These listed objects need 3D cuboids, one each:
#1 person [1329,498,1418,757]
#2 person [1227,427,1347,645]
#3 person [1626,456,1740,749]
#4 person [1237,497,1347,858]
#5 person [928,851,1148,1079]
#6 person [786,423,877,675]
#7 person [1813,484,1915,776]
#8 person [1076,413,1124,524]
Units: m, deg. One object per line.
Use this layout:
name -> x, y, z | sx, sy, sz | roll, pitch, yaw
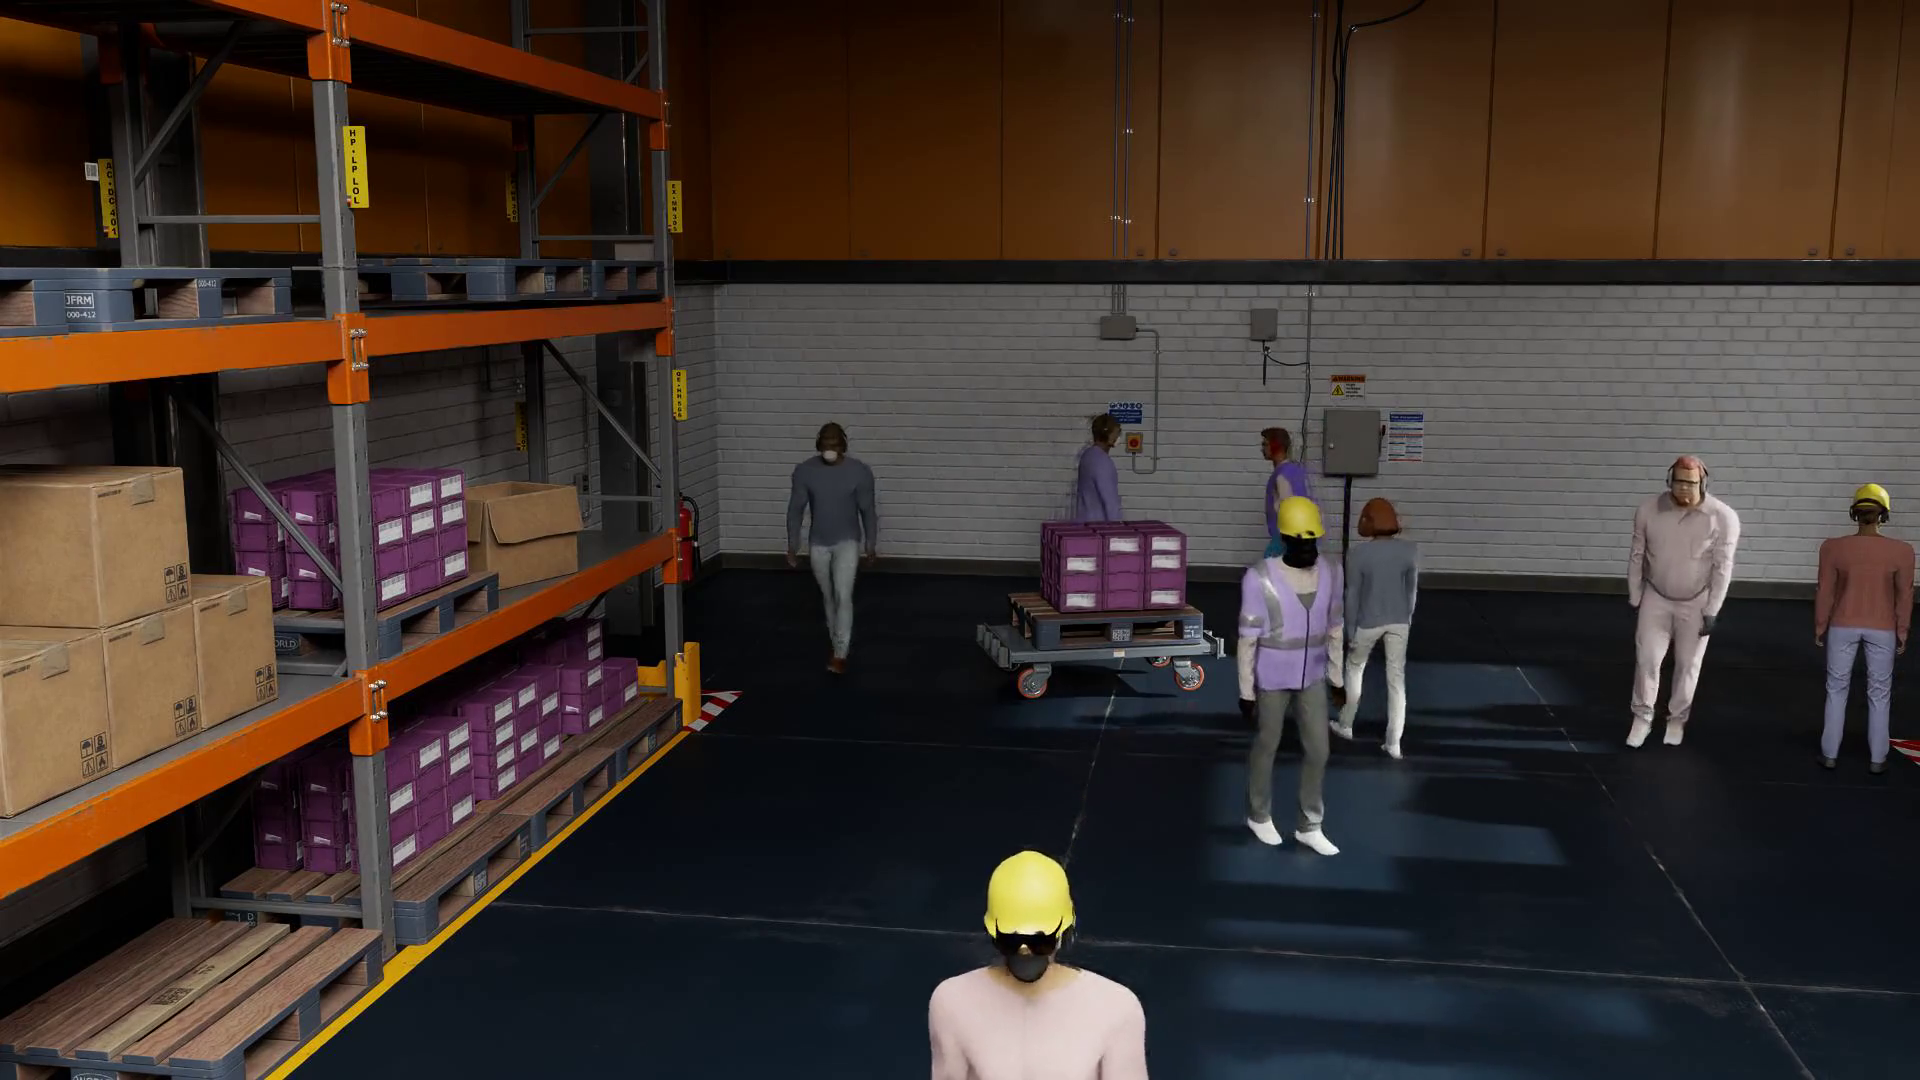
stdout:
person -> 2.642, 0.531, 10.579 | 0.520, 1.605, 0.763 | -1, 9, -7
person -> 2.685, -0.010, 13.338 | 0.913, 1.798, 0.568 | 4, 10, 21
person -> 4.517, 0.406, 10.479 | 0.645, 1.877, 0.677 | 5, 11, 29
person -> 1.699, 0.699, 8.616 | 0.633, 1.894, 0.696 | -3, 10, -19
person -> 0.182, 1.550, 3.927 | 0.527, 1.721, 0.905 | 1, 9, 5
person -> -0.983, 0.064, 12.580 | 0.635, 1.883, 0.998 | 2, 9, 13
person -> 5.441, 0.539, 10.043 | 0.524, 1.760, 0.327 | 5, 10, 27
person -> 1.201, -0.050, 13.223 | 0.841, 1.910, 0.648 | 0, 9, 1
